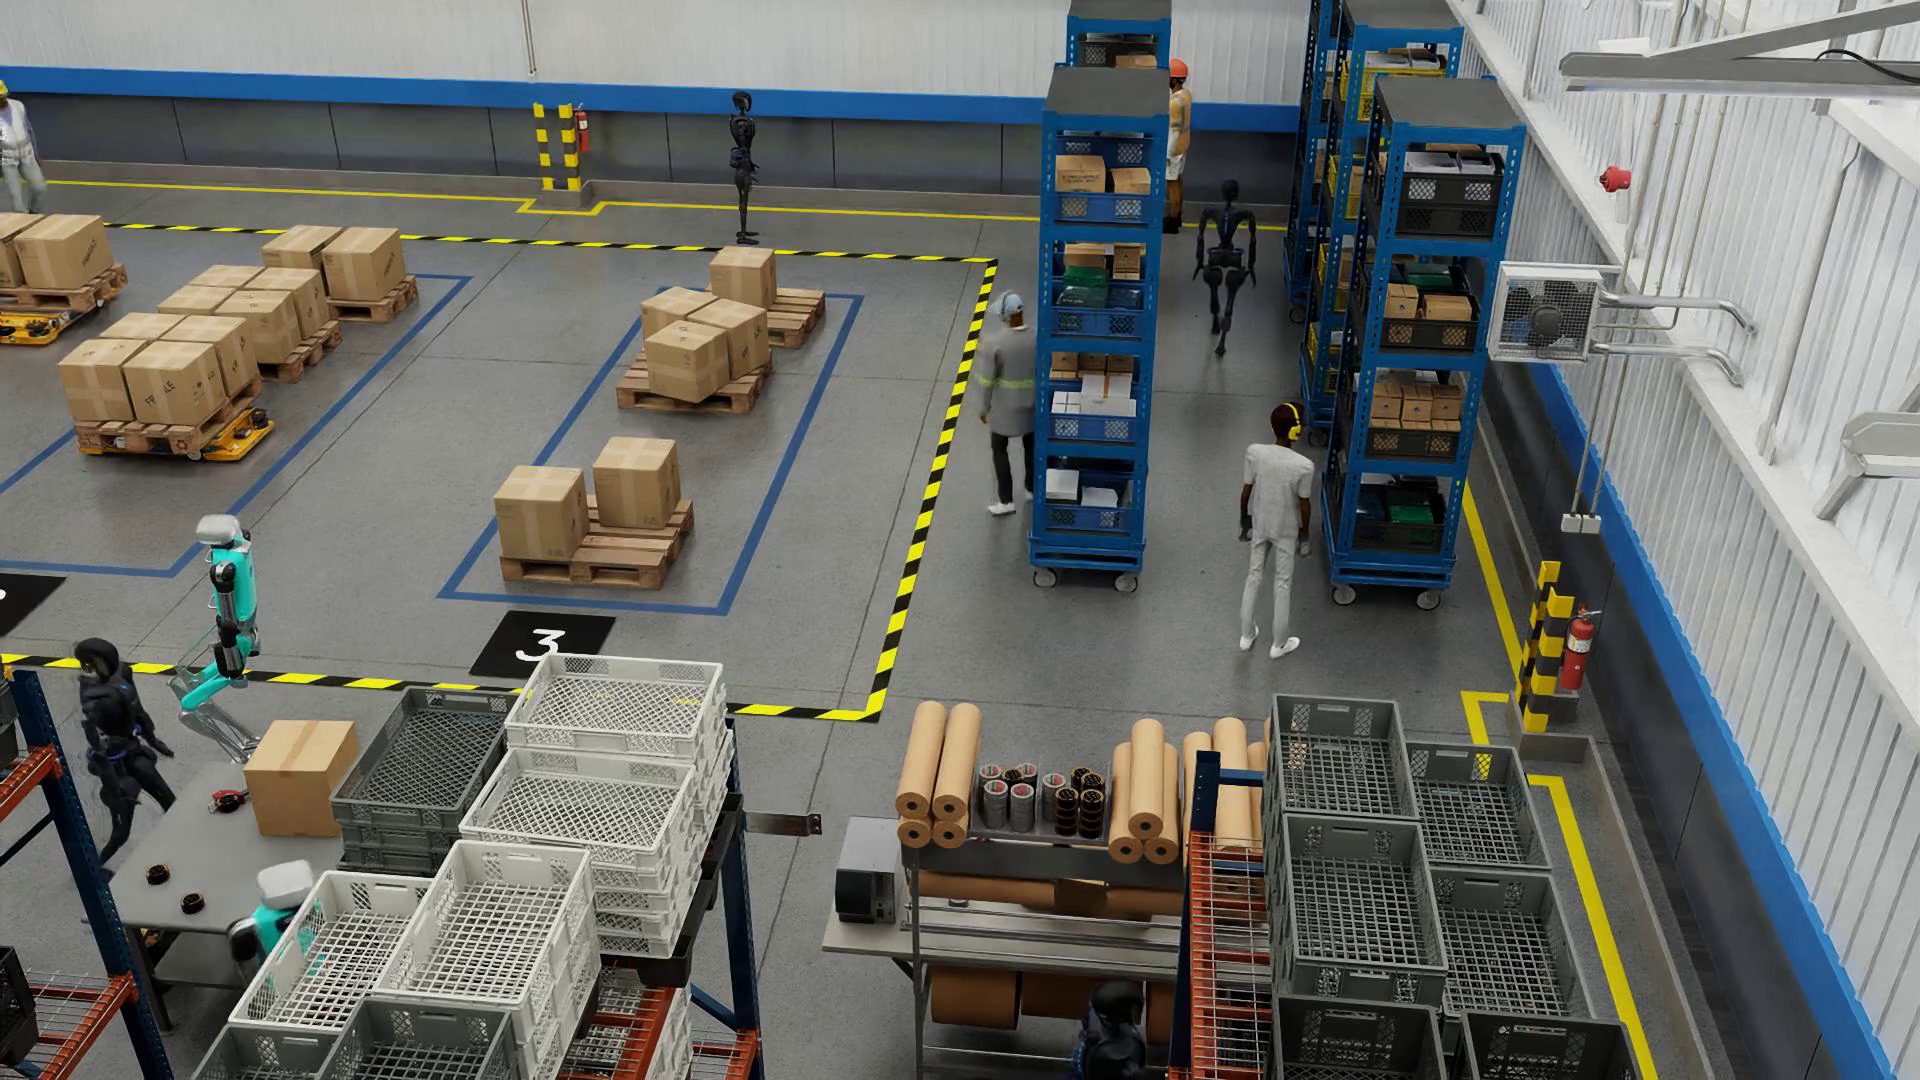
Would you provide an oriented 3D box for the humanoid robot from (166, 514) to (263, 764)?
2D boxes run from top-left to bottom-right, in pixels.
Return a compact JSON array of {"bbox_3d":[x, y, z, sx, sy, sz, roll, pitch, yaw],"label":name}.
[{"bbox_3d":[-4.517,0.631,10.002,0.735,1.672,0.533,-5,31,-8],"label":"humanoid robot"}]

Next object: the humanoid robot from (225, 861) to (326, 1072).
[{"bbox_3d":[-2.737,2.319,7.345,0.531,1.885,0.732,-23,37,-34],"label":"humanoid robot"}]

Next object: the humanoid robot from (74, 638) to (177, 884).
[{"bbox_3d":[-4.638,1.236,9.205,0.784,1.637,0.612,-1,30,-1],"label":"humanoid robot"}]

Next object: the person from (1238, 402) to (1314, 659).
[{"bbox_3d":[2.121,-0.062,11.196,0.516,1.864,0.331,18,35,28],"label":"person"}]

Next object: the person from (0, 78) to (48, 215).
[{"bbox_3d":[-10.457,-4.229,18.393,0.424,1.820,0.595,21,36,32],"label":"person"}]

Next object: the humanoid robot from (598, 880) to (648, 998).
[{"bbox_3d":[-1.765,1.621,8.474,0.315,1.657,0.599,-23,37,-34],"label":"humanoid robot"}]

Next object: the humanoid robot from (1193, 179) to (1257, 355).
[{"bbox_3d":[2.537,-2.628,15.843,0.610,1.617,0.834,6,31,11],"label":"humanoid robot"}]

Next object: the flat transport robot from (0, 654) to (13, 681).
[{"bbox_3d":[-7.142,0.969,11.010,1.431,0.231,0.659,3,30,6],"label":"flat transport robot"}]

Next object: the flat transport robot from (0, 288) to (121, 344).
[{"bbox_3d":[-9.104,-2.336,16.658,0.652,0.197,1.431,2,30,4],"label":"flat transport robot"}]

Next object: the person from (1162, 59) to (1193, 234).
[{"bbox_3d":[2.371,-4.383,18.543,0.361,1.939,0.542,11,32,18],"label":"person"}]

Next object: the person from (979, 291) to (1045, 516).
[{"bbox_3d":[0.471,-1.060,12.957,0.648,1.832,0.520,-10,32,-16],"label":"person"}]

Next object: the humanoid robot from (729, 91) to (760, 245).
[{"bbox_3d":[-2.373,-4.120,18.338,0.315,1.654,0.599,-2,30,-3],"label":"humanoid robot"}]

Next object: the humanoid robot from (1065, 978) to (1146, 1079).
[{"bbox_3d":[0.556,2.467,7.043,0.500,1.648,0.590,-11,32,-18],"label":"humanoid robot"}]

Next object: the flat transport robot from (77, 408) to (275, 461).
[{"bbox_3d":[-6.728,-0.944,14.268,1.431,0.197,0.652,3,30,6],"label":"flat transport robot"}]

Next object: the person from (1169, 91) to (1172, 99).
[{"bbox_3d":[2.125,-4.400,18.663,0.569,1.843,0.377,-19,35,-29],"label":"person"}]
